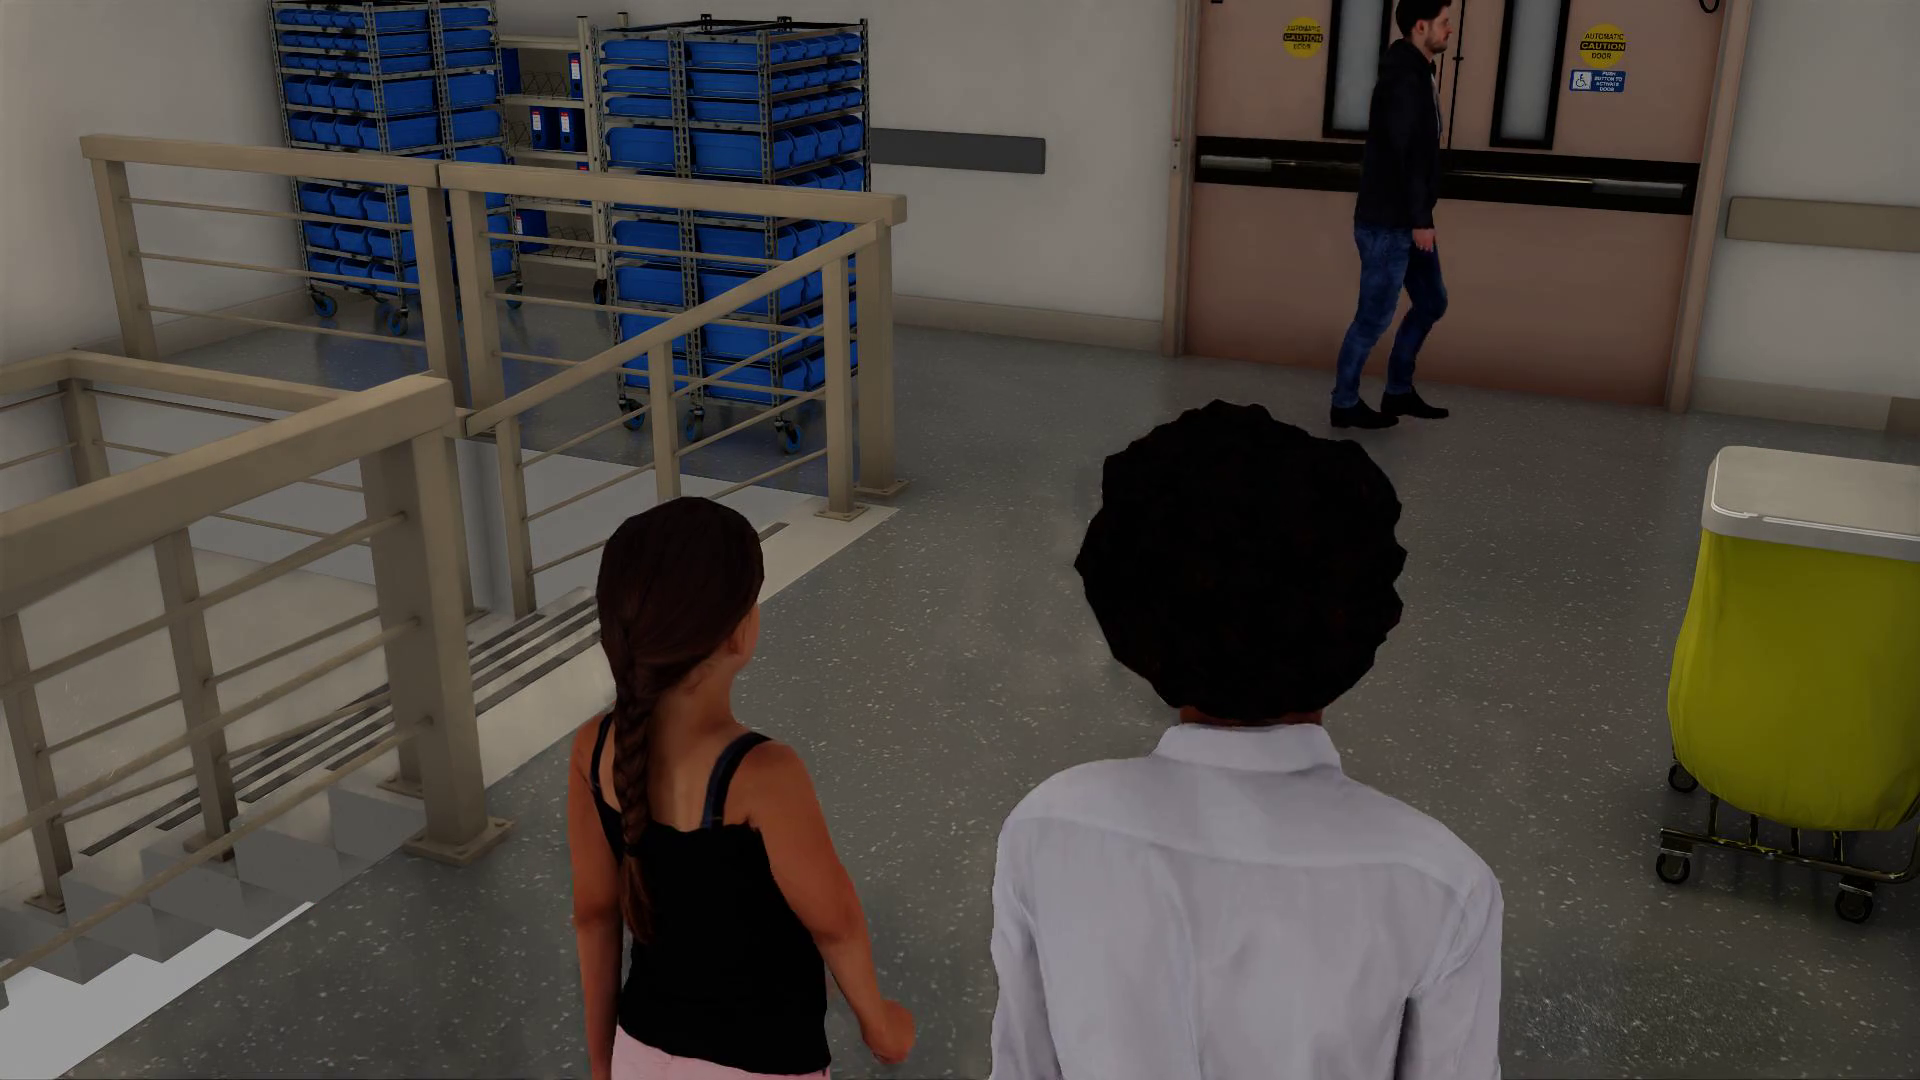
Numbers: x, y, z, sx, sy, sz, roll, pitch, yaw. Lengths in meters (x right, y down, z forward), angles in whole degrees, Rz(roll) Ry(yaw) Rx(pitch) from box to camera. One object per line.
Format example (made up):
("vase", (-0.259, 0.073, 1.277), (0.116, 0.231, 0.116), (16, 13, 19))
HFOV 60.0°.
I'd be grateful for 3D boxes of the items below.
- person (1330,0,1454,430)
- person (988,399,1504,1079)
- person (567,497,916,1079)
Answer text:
("person", (1.772, -1.375, 7.145), (0.739, 1.872, 0.693), (8, 22, 20))
("person", (0.228, 0.814, 1.525), (1.102, 1.760, 0.862), (7, 22, 17))
("person", (-0.326, 0.733, 2.072), (0.969, 1.523, 0.650), (12, 24, 29))
